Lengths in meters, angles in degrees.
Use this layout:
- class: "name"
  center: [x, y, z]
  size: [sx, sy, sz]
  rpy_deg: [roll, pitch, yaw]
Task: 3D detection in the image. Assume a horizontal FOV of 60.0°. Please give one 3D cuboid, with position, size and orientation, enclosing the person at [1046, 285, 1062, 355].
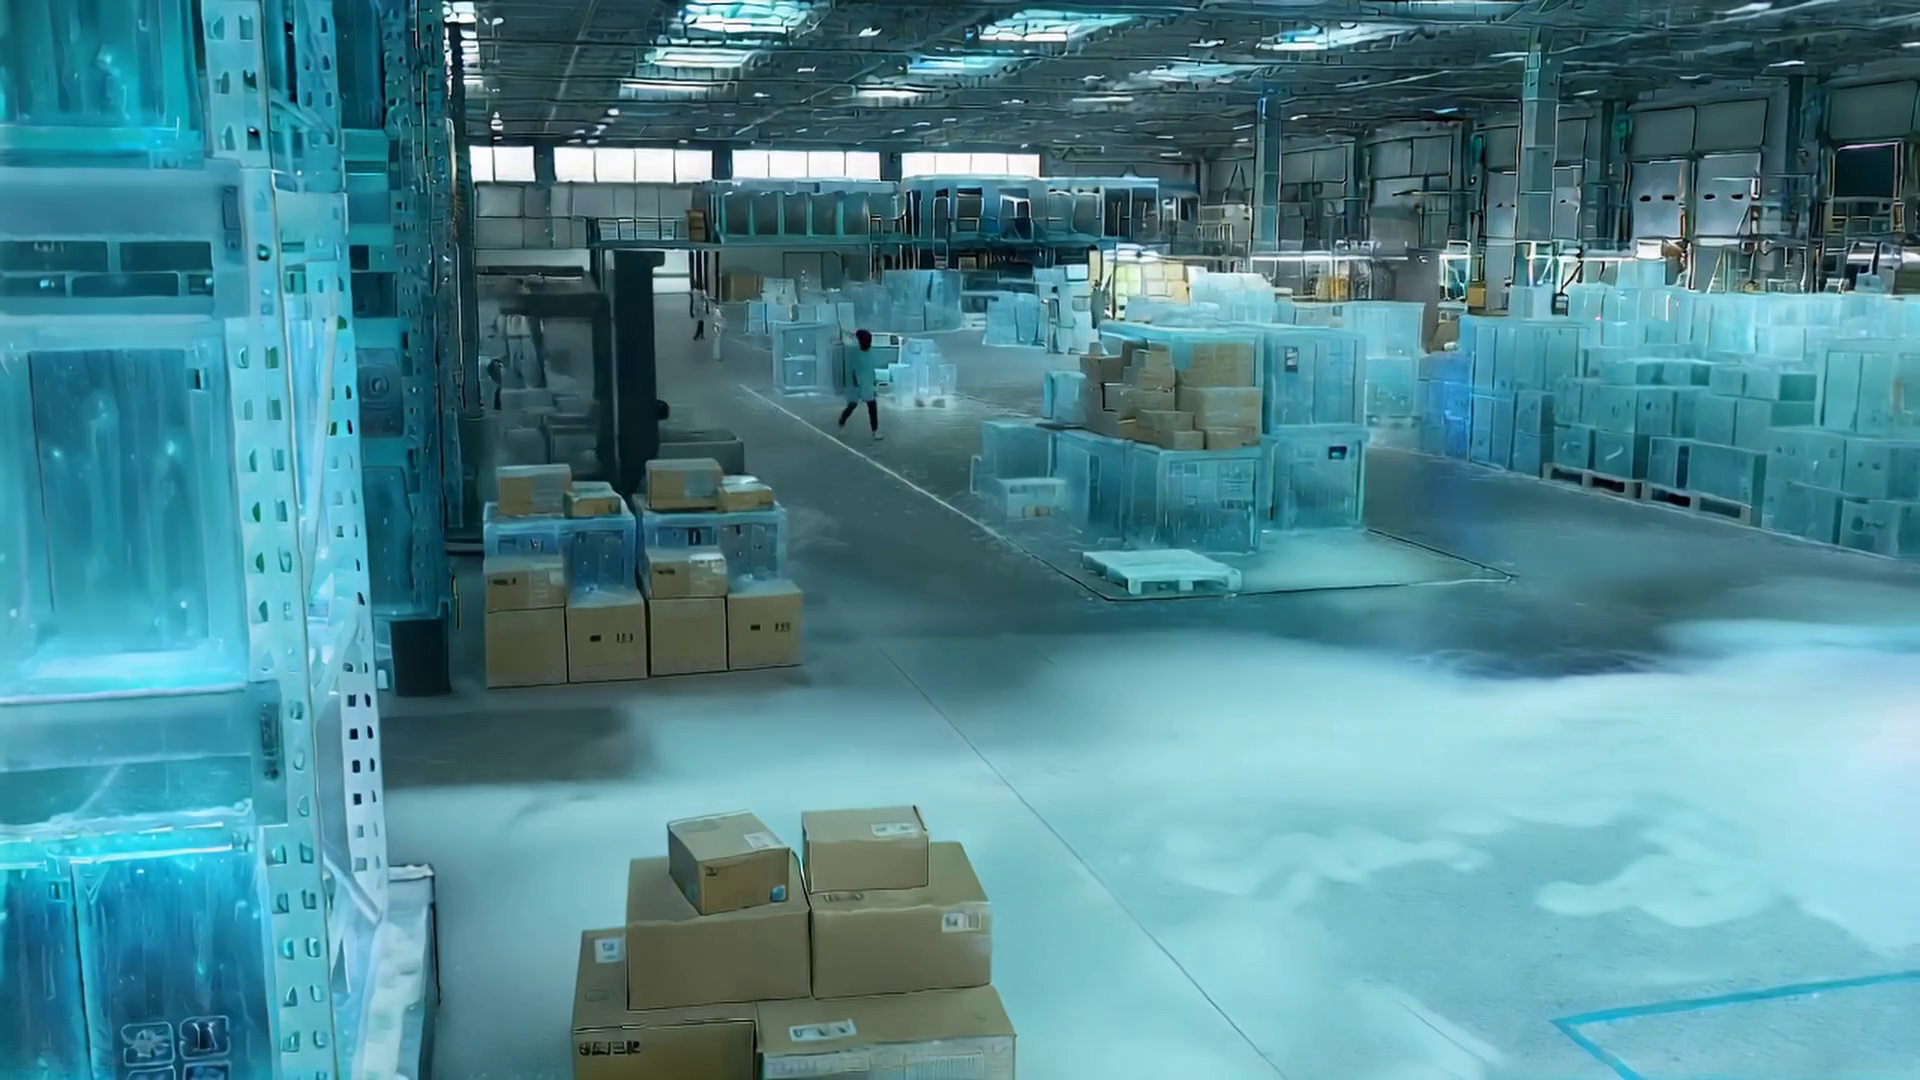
- class: "person"
  center: [2.486, -5.828, 44.083]
  size: [0.319, 1.857, 0.527]
  rpy_deg: [-9, 13, -41]

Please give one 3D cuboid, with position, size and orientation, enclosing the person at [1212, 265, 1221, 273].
- class: "person"
  center: [14.631, -14.806, 95.077]
  size: [0.750, 1.803, 0.469]
  rpy_deg: [4, 11, 19]

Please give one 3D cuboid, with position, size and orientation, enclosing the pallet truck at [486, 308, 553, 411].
- class: "pallet truck"
  center: [-6.242, -2.418, 24.362]
  size: [0.823, 1.965, 1.885]
  rpy_deg: [1, 10, 3]

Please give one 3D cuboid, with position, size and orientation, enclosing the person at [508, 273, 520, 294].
- class: "person"
  center: [-19.284, -10.678, 71.892]
  size: [0.496, 1.722, 0.650]
  rpy_deg: [-2, 10, -13]

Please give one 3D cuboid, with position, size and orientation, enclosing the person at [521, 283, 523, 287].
- class: "person"
  center: [-15.246, -8.190, 58.142]
  size: [0.645, 1.610, 0.523]
  rpy_deg: [5, 11, 24]

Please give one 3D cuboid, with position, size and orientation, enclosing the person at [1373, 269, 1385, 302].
- class: "person"
  center: [19.858, -11.904, 78.589]
  size: [0.953, 1.832, 0.516]
  rpy_deg: [10, 14, 44]

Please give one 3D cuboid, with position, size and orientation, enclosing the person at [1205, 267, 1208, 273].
- class: "person"
  center: [11.424, -11.687, 77.083]
  size: [0.373, 1.914, 0.596]
  rpy_deg: [9, 13, 41]

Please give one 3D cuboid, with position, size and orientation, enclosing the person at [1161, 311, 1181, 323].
- class: "person"
  center: [2.925, -2.188, 23.108]
  size: [0.636, 1.971, 0.586]
  rpy_deg: [-6, 12, -30]

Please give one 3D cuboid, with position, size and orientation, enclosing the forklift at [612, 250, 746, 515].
- class: "forklift"
  center: [-2.989, -1.296, 15.511]
  size: [1.873, 2.768, 1.129]
  rpy_deg: [-3, 10, -15]

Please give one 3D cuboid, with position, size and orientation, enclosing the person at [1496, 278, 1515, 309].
- class: "person"
  center: [17.592, -7.540, 53.783]
  size: [0.649, 1.863, 0.960]
  rpy_deg: [-4, 11, -23]

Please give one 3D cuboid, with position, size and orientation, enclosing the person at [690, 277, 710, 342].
- class: "person"
  center: [-7.767, -6.859, 49.630]
  size: [0.623, 1.953, 0.635]
  rpy_deg: [4, 11, 20]

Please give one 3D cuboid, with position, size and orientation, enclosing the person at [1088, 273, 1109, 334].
- class: "person"
  center: [4.526, -7.770, 54.548]
  size: [0.695, 2.000, 0.546]
  rpy_deg: [2, 10, 11]

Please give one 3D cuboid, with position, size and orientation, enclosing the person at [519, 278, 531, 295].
- class: "person"
  center: [-13.672, -7.324, 52.559]
  size: [1.048, 1.851, 0.661]
  rpy_deg: [-1, 10, -8]

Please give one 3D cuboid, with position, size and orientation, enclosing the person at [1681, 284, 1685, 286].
- class: "person"
  center: [20.601, -6.421, 47.545]
  size: [0.651, 1.816, 0.686]
  rpy_deg: [2, 10, 12]

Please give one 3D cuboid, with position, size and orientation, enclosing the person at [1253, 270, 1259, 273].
- class: "person"
  center: [12.308, -10.280, 69.174]
  size: [0.986, 1.892, 0.636]
  rpy_deg: [-8, 13, -37]

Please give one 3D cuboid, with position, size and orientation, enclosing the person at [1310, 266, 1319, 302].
- class: "person"
  center: [17.722, -12.750, 83.137]
  size: [0.392, 1.911, 0.584]
  rpy_deg: [-7, 12, -34]

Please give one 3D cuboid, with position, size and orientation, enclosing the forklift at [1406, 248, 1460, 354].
- class: "forklift"
  center: [10.940, -5.494, 39.282]
  size: [1.873, 2.768, 1.129]
  rpy_deg: [-5, 11, -25]

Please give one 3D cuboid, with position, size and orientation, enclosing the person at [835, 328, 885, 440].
- class: "person"
  center: [-1.513, -2.337, 24.858]
  size: [0.825, 1.670, 0.541]
  rpy_deg: [8, 13, 37]

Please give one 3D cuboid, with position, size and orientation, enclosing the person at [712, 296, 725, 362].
- class: "person"
  center: [-6.012, -5.234, 41.356]
  size: [0.315, 1.629, 0.508]
  rpy_deg: [-2, 10, -9]

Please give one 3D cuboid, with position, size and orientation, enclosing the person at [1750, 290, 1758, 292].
- class: "person"
  center: [17.410, -4.547, 36.663]
  size: [0.634, 1.924, 0.437]
  rpy_deg: [1, 10, 6]

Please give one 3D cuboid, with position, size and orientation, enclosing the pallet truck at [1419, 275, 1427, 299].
- class: "pallet truck"
  center: [14.620, -7.324, 52.145]
  size: [0.823, 1.965, 1.885]
  rpy_deg: [8, 13, 40]

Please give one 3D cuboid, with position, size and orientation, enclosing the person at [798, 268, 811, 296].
- class: "person"
  center: [-6.693, -10.697, 71.436]
  size: [0.563, 1.927, 0.423]
  rpy_deg: [1, 10, 7]

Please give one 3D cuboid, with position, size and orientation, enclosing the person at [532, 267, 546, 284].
- class: "person"
  center: [-18.646, -11.108, 73.762]
  size: [0.628, 1.944, 1.053]
  rpy_deg: [-1, 10, -8]
